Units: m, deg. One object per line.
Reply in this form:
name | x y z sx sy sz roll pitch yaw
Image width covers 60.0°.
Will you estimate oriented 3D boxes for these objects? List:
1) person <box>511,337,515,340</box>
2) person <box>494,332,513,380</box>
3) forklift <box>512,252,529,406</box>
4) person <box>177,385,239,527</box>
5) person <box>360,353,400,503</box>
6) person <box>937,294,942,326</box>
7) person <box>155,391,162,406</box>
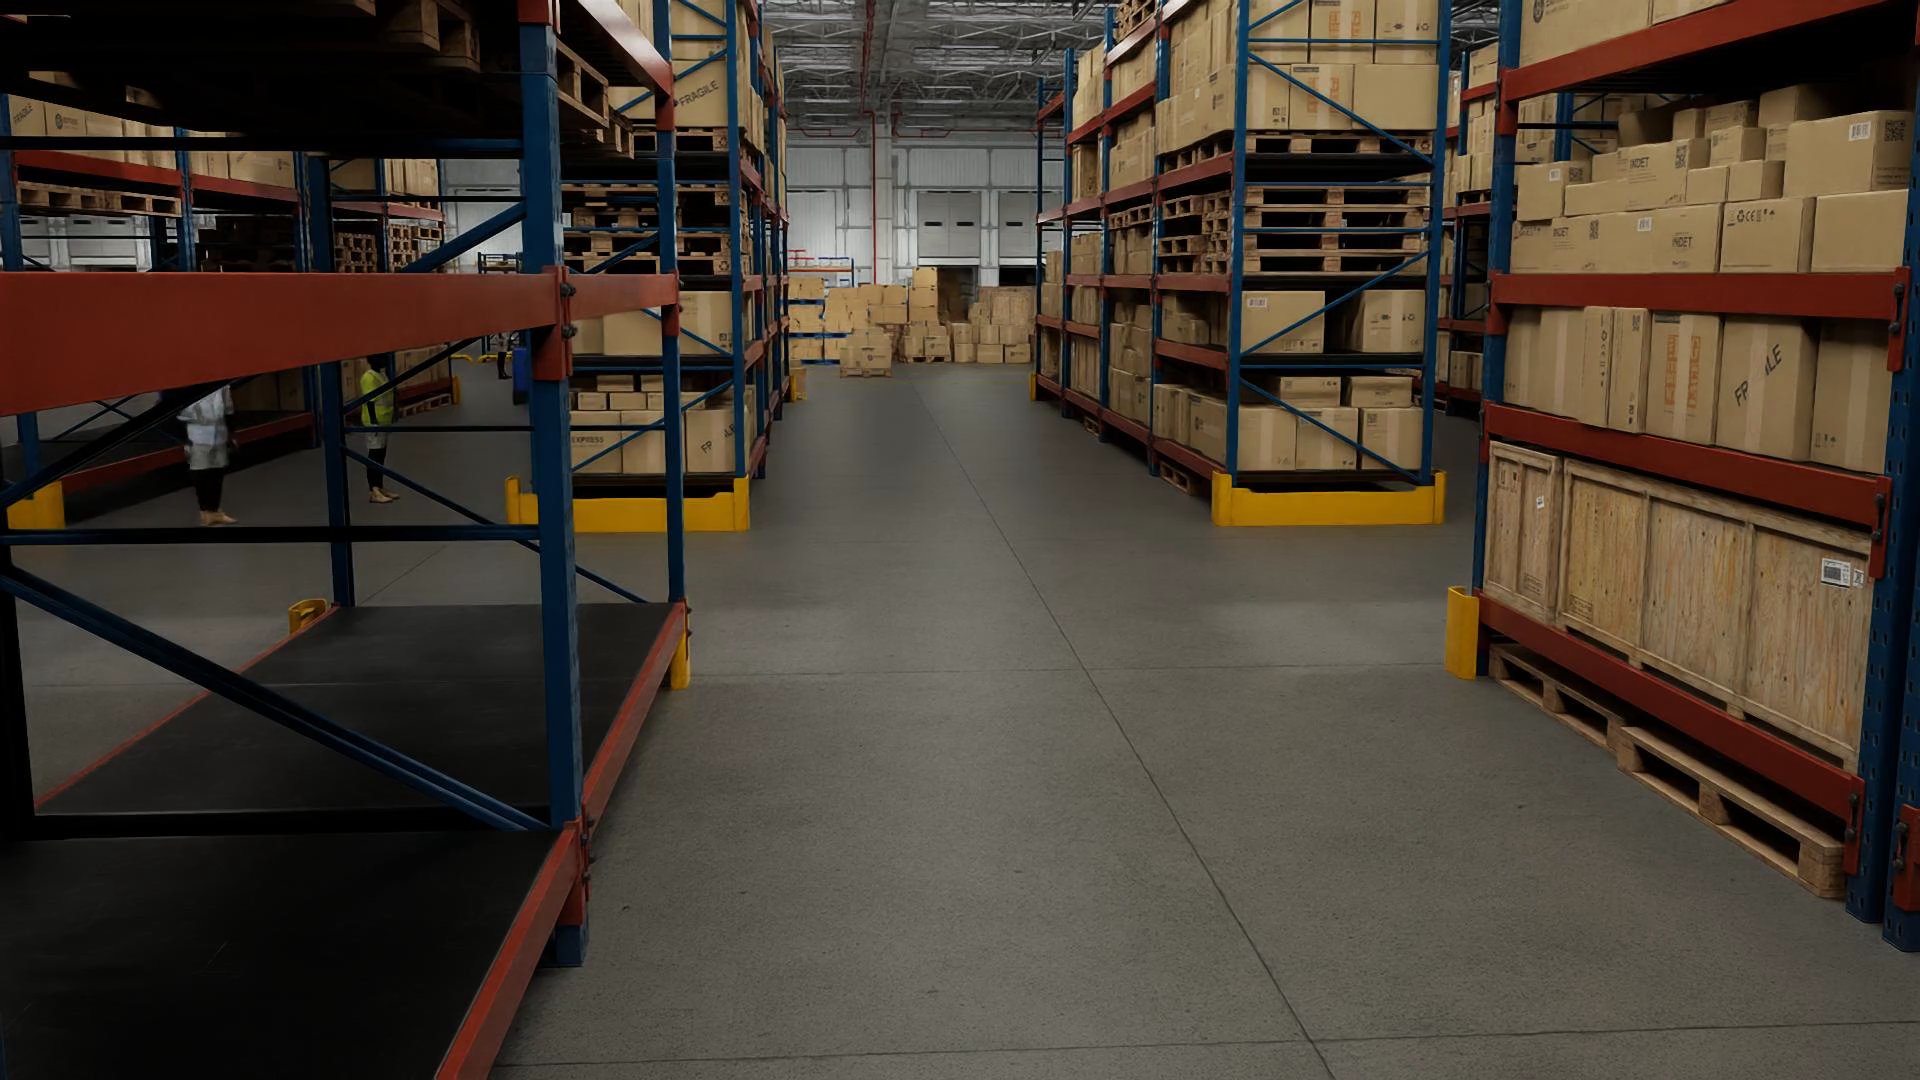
person | -16.816 -8.413 62.117 0.328 1.872 0.509 -1 9 -4
person | -10.502 -4.651 38.201 0.367 1.965 0.604 -1 9 -4
forklift | -7.636 -3.928 30.797 1.129 2.768 1.873 -1 9 -4
person | -7.148 -0.933 15.811 0.385 1.664 0.609 7 11 36
person | -6.157 -1.239 17.612 0.318 1.698 0.533 -1 9 -4
person | -1.028 -9.853 72.040 0.878 1.591 0.526 -2 9 -11
person | -13.935 -3.162 29.108 0.478 1.892 0.682 -4 10 -25
